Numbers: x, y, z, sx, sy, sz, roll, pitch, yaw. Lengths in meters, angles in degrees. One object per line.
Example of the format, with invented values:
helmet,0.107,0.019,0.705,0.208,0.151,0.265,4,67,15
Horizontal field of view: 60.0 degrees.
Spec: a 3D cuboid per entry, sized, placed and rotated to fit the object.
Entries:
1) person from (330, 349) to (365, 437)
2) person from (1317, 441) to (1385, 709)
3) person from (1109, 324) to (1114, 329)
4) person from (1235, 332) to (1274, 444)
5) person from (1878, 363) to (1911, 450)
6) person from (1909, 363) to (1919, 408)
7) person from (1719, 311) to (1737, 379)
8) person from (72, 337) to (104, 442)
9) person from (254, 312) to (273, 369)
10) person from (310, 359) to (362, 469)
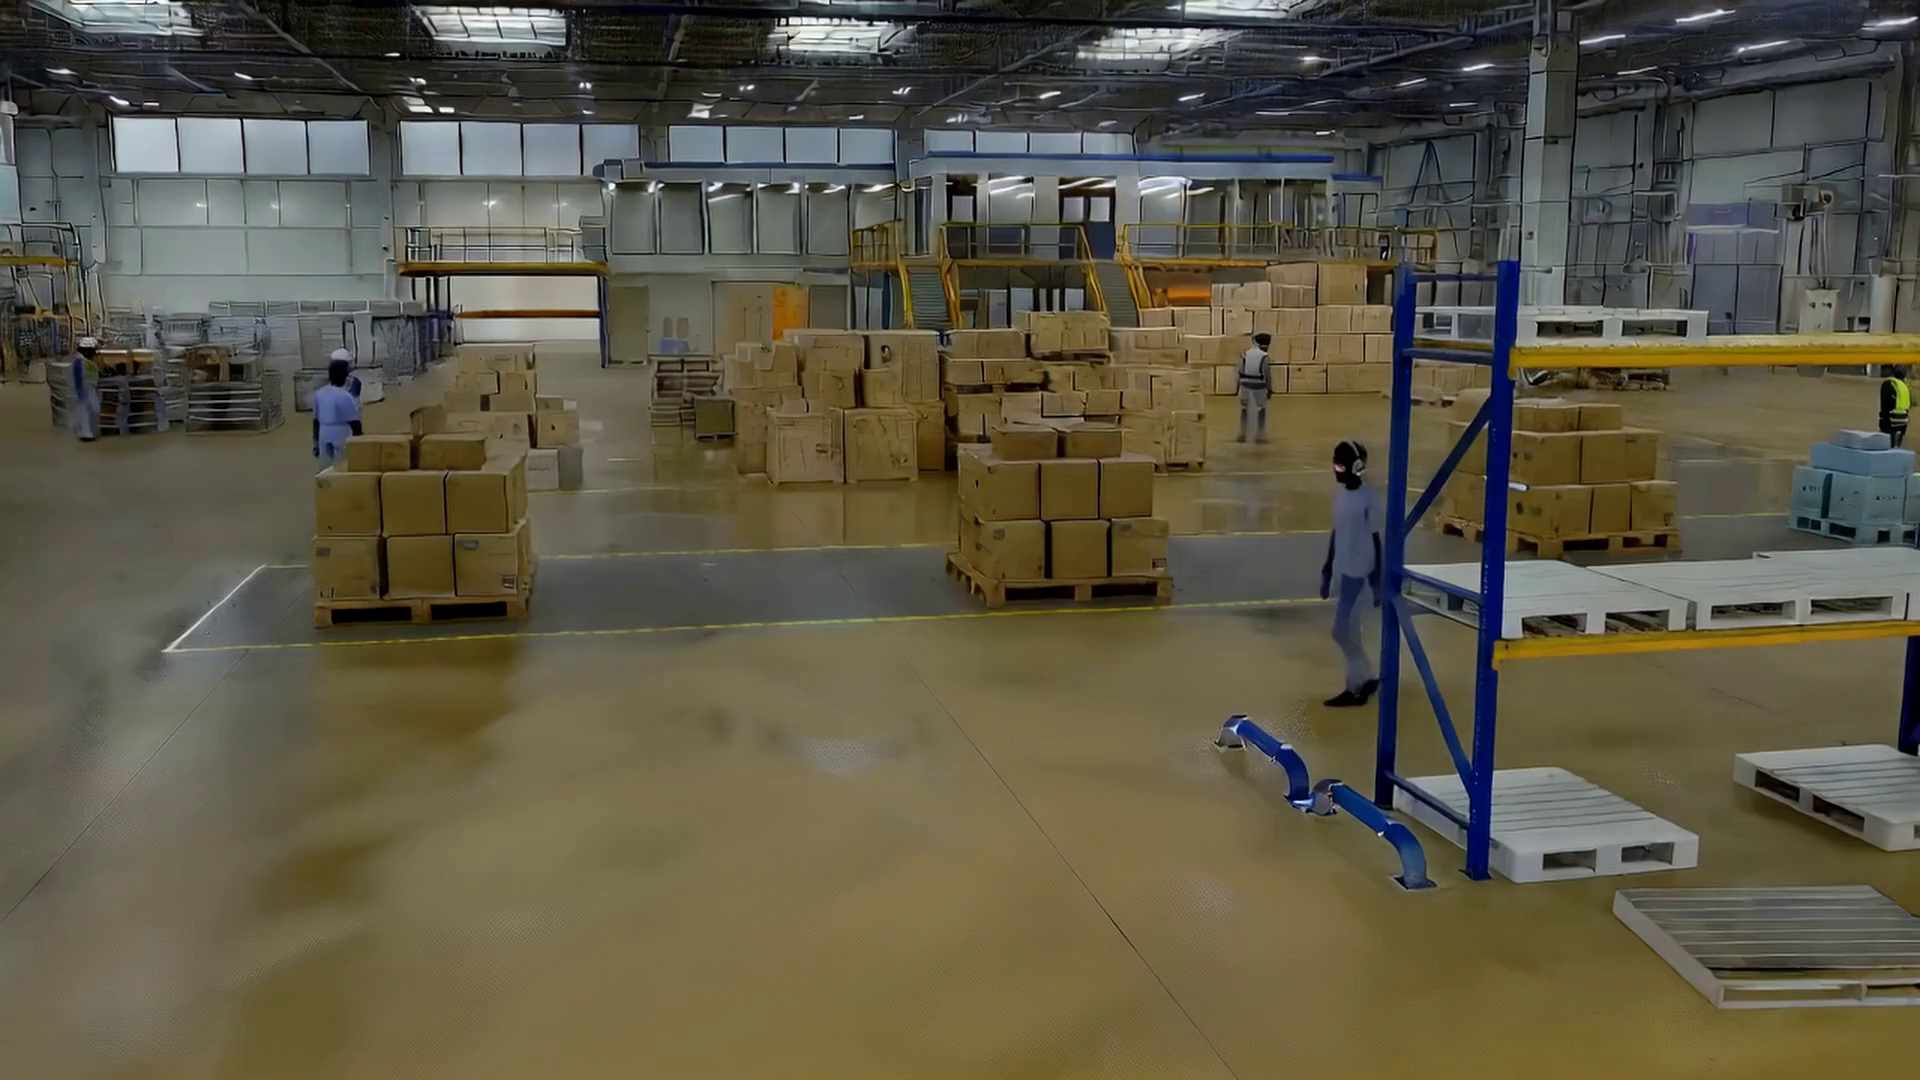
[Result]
person,-8.057,-1.525,21.789,0.551,1.934,0.373,5,11,27
person,2.633,0.245,11.268,0.386,1.847,0.510,-2,10,-12
person,2.929,-3.384,33.295,0.889,1.886,0.592,7,12,38
person,5.048,-2.587,28.396,0.737,1.897,0.431,5,10,27
person,11.978,-1.424,21.334,0.585,1.882,0.344,-8,12,-40
person,20.530,-3.681,35.270,0.528,1.834,0.927,1,9,8
person,20.819,-5.249,44.816,0.550,1.824,0.663,-8,12,-40
person,-15.000,-2.583,28.629,0.457,1.809,0.654,0,9,-3
person,-19.952,-5.664,47.656,0.492,1.721,0.616,-3,10,-16
person,-7.302,-1.189,19.759,0.636,1.921,0.975,5,10,27
